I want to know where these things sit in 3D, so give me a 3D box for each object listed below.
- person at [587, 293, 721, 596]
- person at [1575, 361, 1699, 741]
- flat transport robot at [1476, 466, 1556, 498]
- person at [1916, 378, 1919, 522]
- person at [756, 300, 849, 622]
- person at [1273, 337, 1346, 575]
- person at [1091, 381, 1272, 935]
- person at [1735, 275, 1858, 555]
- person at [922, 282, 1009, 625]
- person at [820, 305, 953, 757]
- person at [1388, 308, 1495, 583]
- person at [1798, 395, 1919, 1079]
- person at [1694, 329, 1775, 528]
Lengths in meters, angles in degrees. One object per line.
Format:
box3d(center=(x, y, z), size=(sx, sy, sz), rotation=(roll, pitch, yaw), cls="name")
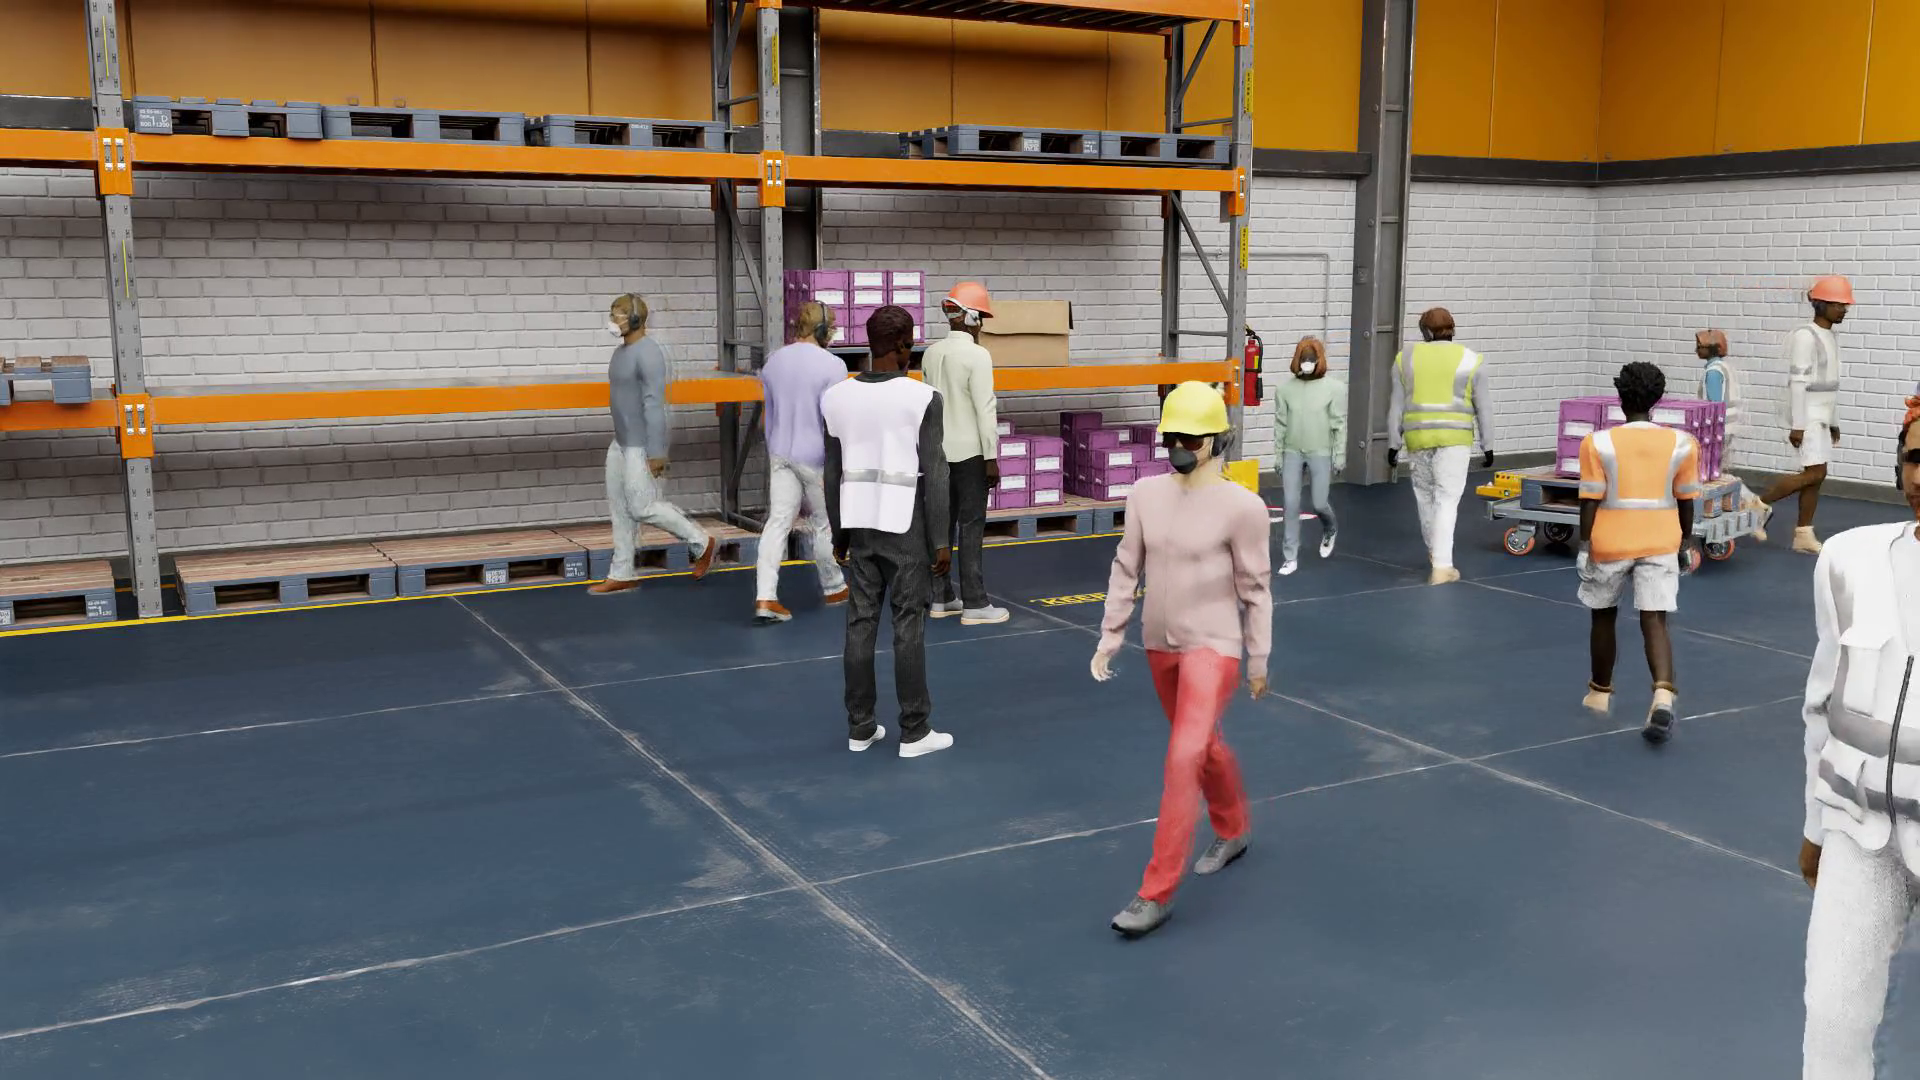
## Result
box3d(center=(-1.971, -0.603, 10.541), size=(0.779, 1.918, 0.633), rotation=(-5, 11, -29), cls="person")
box3d(center=(3.020, 0.044, 7.390), size=(0.540, 1.671, 0.805), rotation=(1, 9, 6), cls="person")
box3d(center=(5.386, -0.523, 15.044), size=(1.431, 0.197, 0.652), rotation=(-7, 12, -36), cls="flat transport robot")
box3d(center=(6.937, -0.644, 11.698), size=(0.505, 1.611, 0.680), rotation=(-5, 11, -28), cls="person")
box3d(center=(-0.931, -0.463, 9.823), size=(0.650, 1.883, 1.001), rotation=(6, 11, 31), cls="person")
box3d(center=(2.402, -0.579, 11.320), size=(0.496, 1.616, 0.551), rotation=(5, 11, 29), cls="person")
box3d(center=(0.742, 0.342, 5.390), size=(0.526, 1.720, 0.925), rotation=(9, 13, 44), cls="person")
box3d(center=(6.080, -0.890, 11.990), size=(0.614, 2.022, 0.604), rotation=(9, 13, 44), cls="person")
box3d(center=(0.027, -0.504, 9.716), size=(0.393, 1.986, 0.611), rotation=(-7, 12, -38), cls="person")
box3d(center=(-0.310, -0.031, 7.054), size=(0.587, 1.914, 0.391), rotation=(5, 10, 27), cls="person")
box3d(center=(3.260, -0.653, 11.202), size=(0.667, 1.786, 0.927), rotation=(5, 11, 28), cls="person")
box3d(center=(2.021, 0.601, 3.396), size=(0.860, 1.858, 0.584), rotation=(-6, 11, -33), cls="person")
box3d(center=(5.904, -0.822, 12.807), size=(0.697, 1.609, 0.551), rotation=(4, 10, 24), cls="person")
